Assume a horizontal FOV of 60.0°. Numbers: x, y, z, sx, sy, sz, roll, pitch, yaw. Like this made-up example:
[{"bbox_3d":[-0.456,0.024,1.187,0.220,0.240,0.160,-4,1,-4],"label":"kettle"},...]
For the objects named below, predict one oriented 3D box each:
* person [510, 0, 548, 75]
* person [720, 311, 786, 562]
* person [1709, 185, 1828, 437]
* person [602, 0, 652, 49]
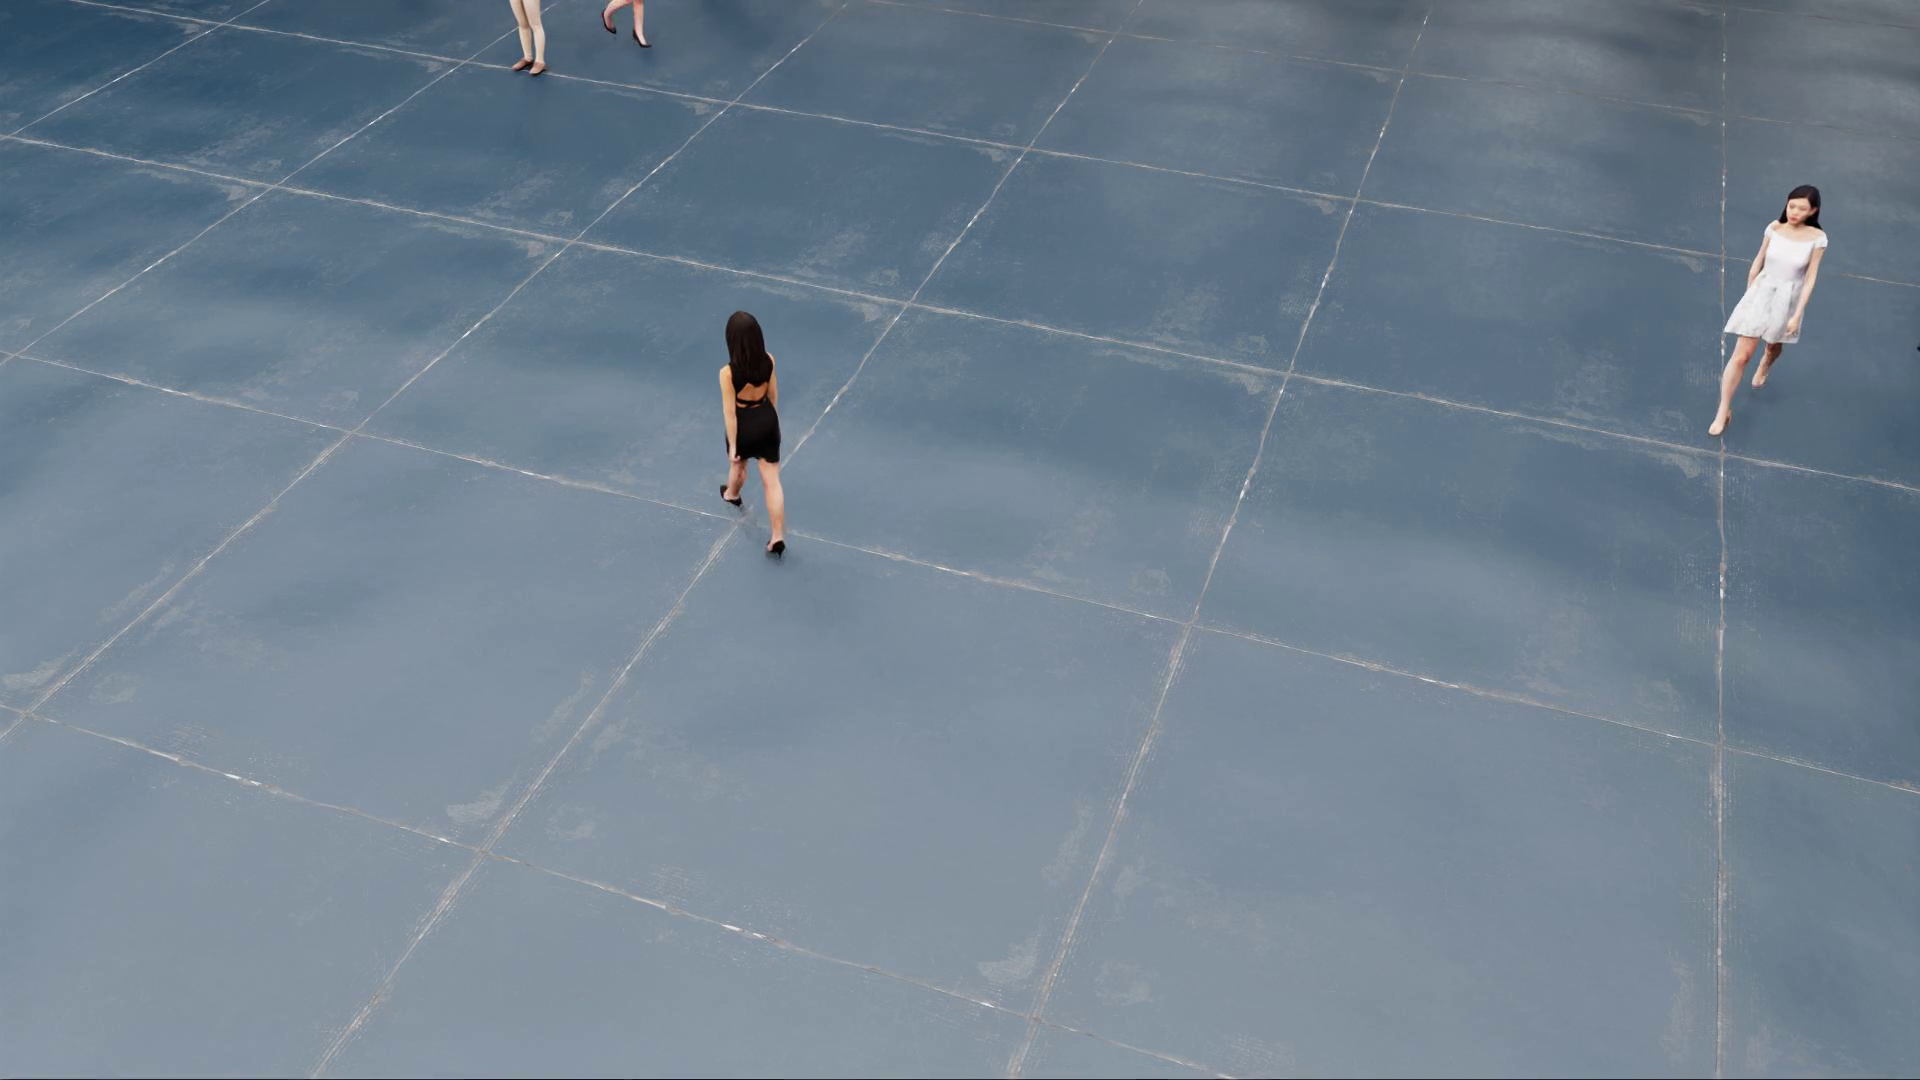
[{"bbox_3d":[-4.267,-5.424,16.251,0.644,1.652,0.580,13,40,16],"label":"person"},{"bbox_3d":[-1.205,-0.586,10.108,1.050,1.601,1.033,-22,43,-26],"label":"person"},{"bbox_3d":[5.542,-1.584,11.280,0.828,1.730,1.227,24,44,28],"label":"person"},{"bbox_3d":[-3.408,-5.776,16.641,0.769,1.725,0.790,18,42,22],"label":"person"}]
